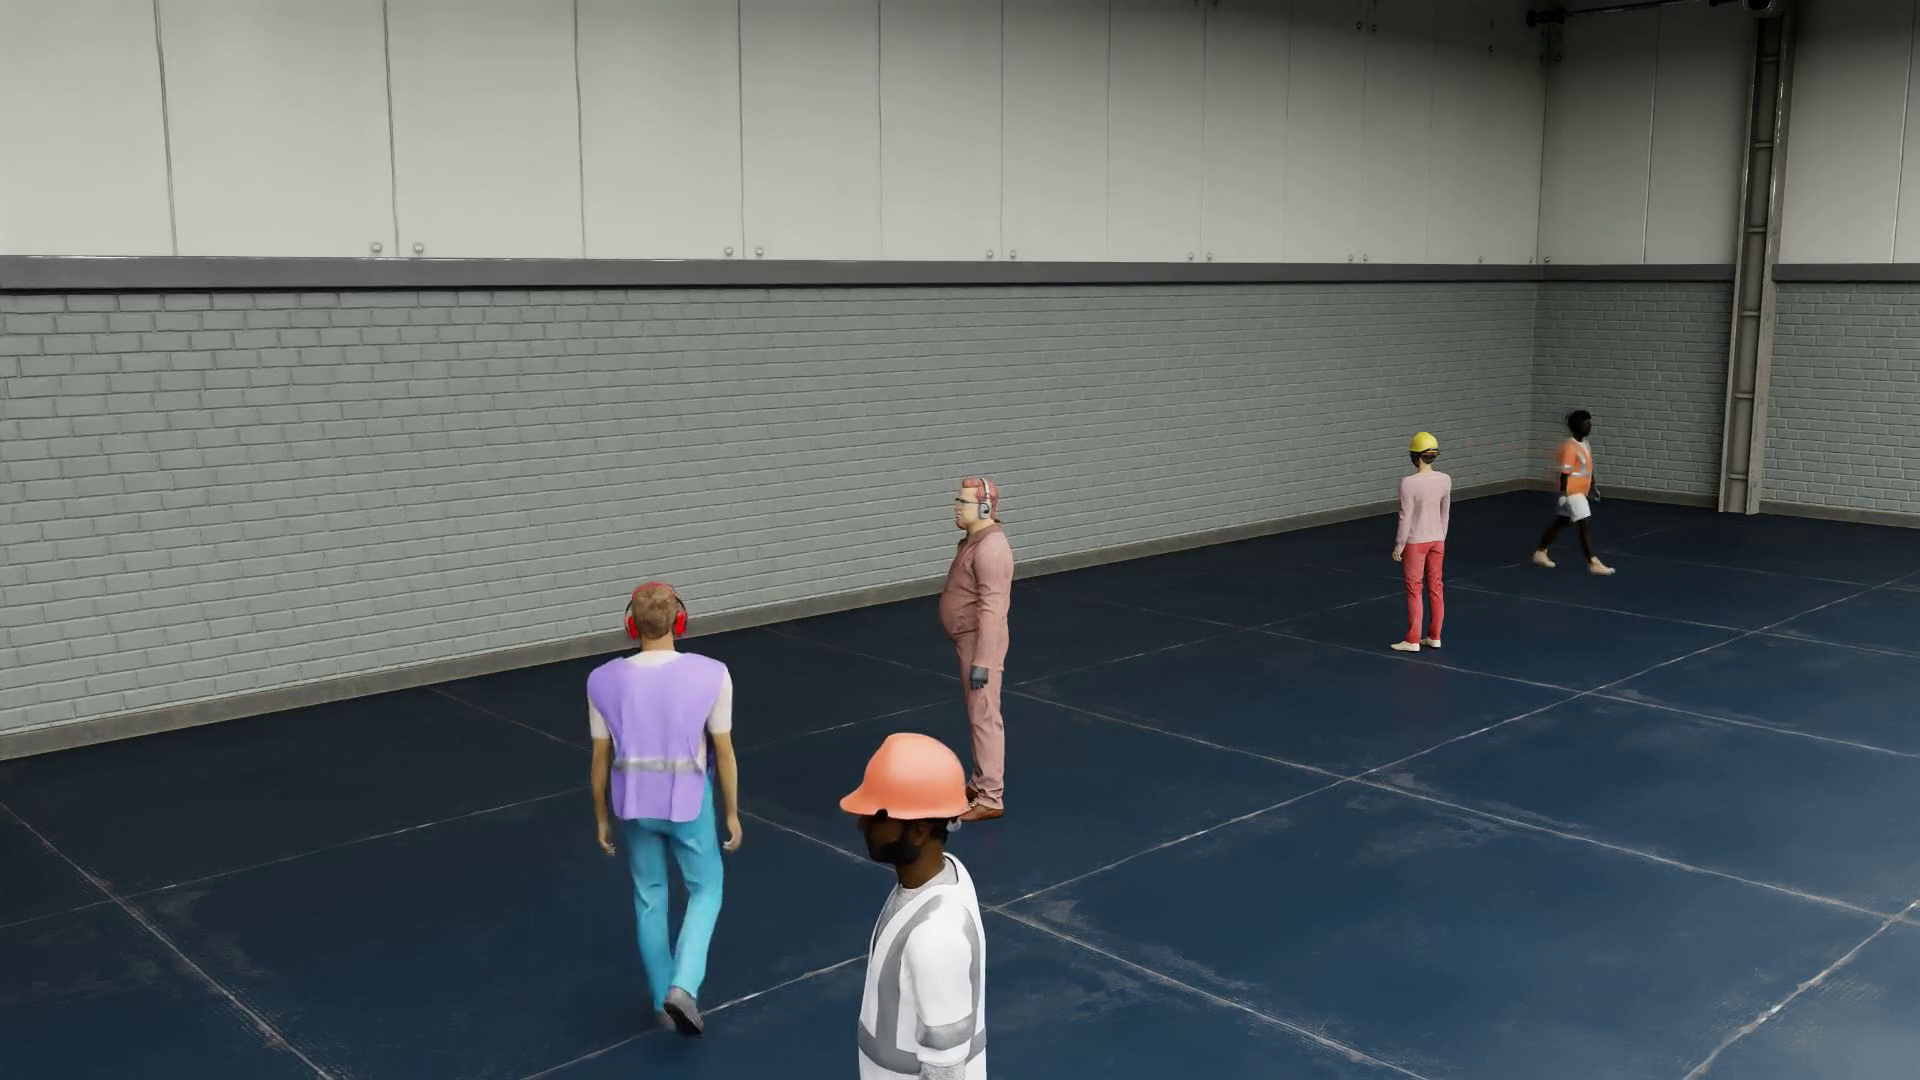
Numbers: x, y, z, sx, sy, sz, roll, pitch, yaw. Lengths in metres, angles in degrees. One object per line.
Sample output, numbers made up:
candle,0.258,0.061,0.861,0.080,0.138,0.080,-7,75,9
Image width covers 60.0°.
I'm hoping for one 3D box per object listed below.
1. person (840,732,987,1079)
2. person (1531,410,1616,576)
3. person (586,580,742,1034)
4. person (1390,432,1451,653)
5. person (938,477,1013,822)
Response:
person,-0.110,1.415,4.098,0.350,1.942,0.543,-1,9,-5
person,6.216,-0.495,16.833,0.870,1.652,0.530,6,11,34
person,-1.162,1.071,6.547,0.597,1.830,0.534,0,9,0
person,3.678,0.021,13.285,0.523,1.769,0.314,-5,10,-29
person,0.084,0.598,9.257,0.410,1.913,0.651,-1,9,-3
